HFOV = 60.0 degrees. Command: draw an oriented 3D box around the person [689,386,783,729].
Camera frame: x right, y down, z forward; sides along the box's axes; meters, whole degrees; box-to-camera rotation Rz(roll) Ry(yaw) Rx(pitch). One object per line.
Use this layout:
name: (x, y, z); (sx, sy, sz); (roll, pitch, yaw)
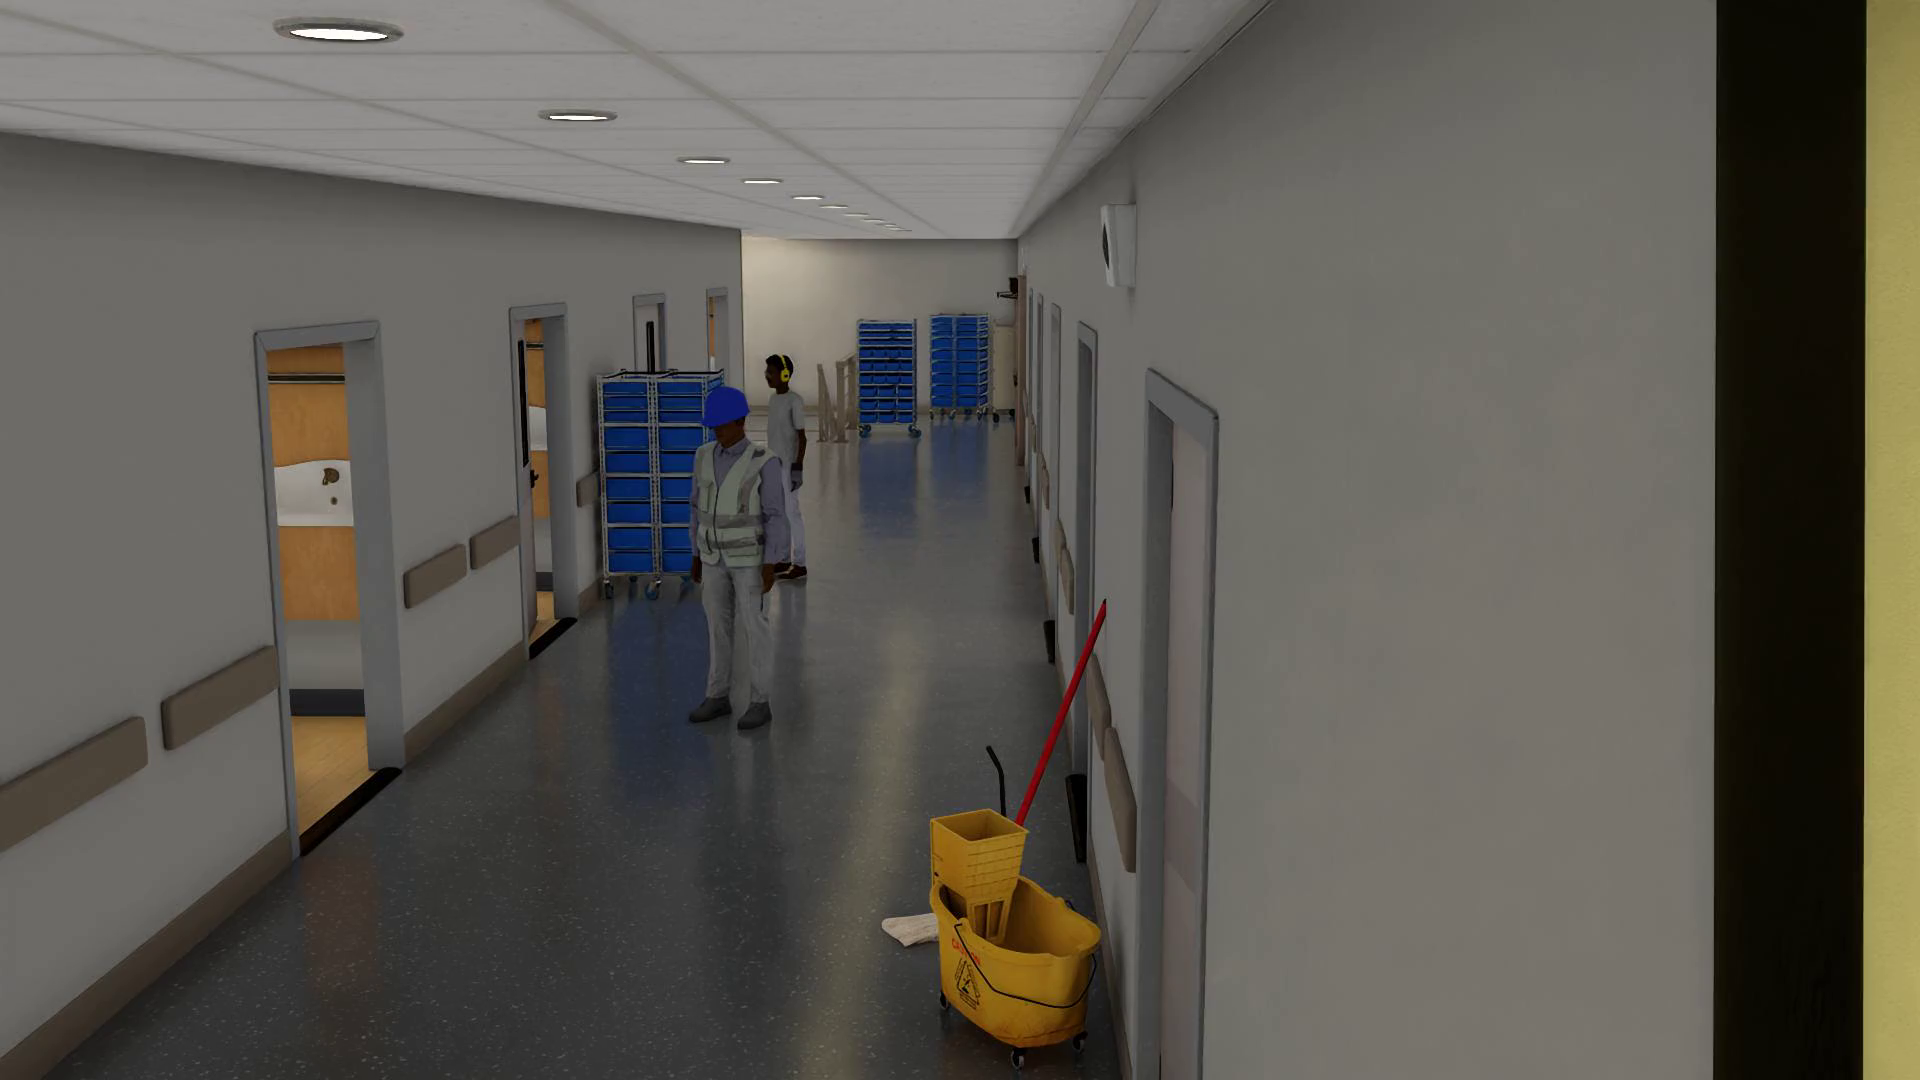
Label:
person: (-1.283, 0.096, 9.398); (0.602, 1.938, 0.404); (5, 11, 28)

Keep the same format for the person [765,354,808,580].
person: (-1.466, -0.604, 13.798); (0.311, 1.869, 0.532); (-7, 12, -34)
